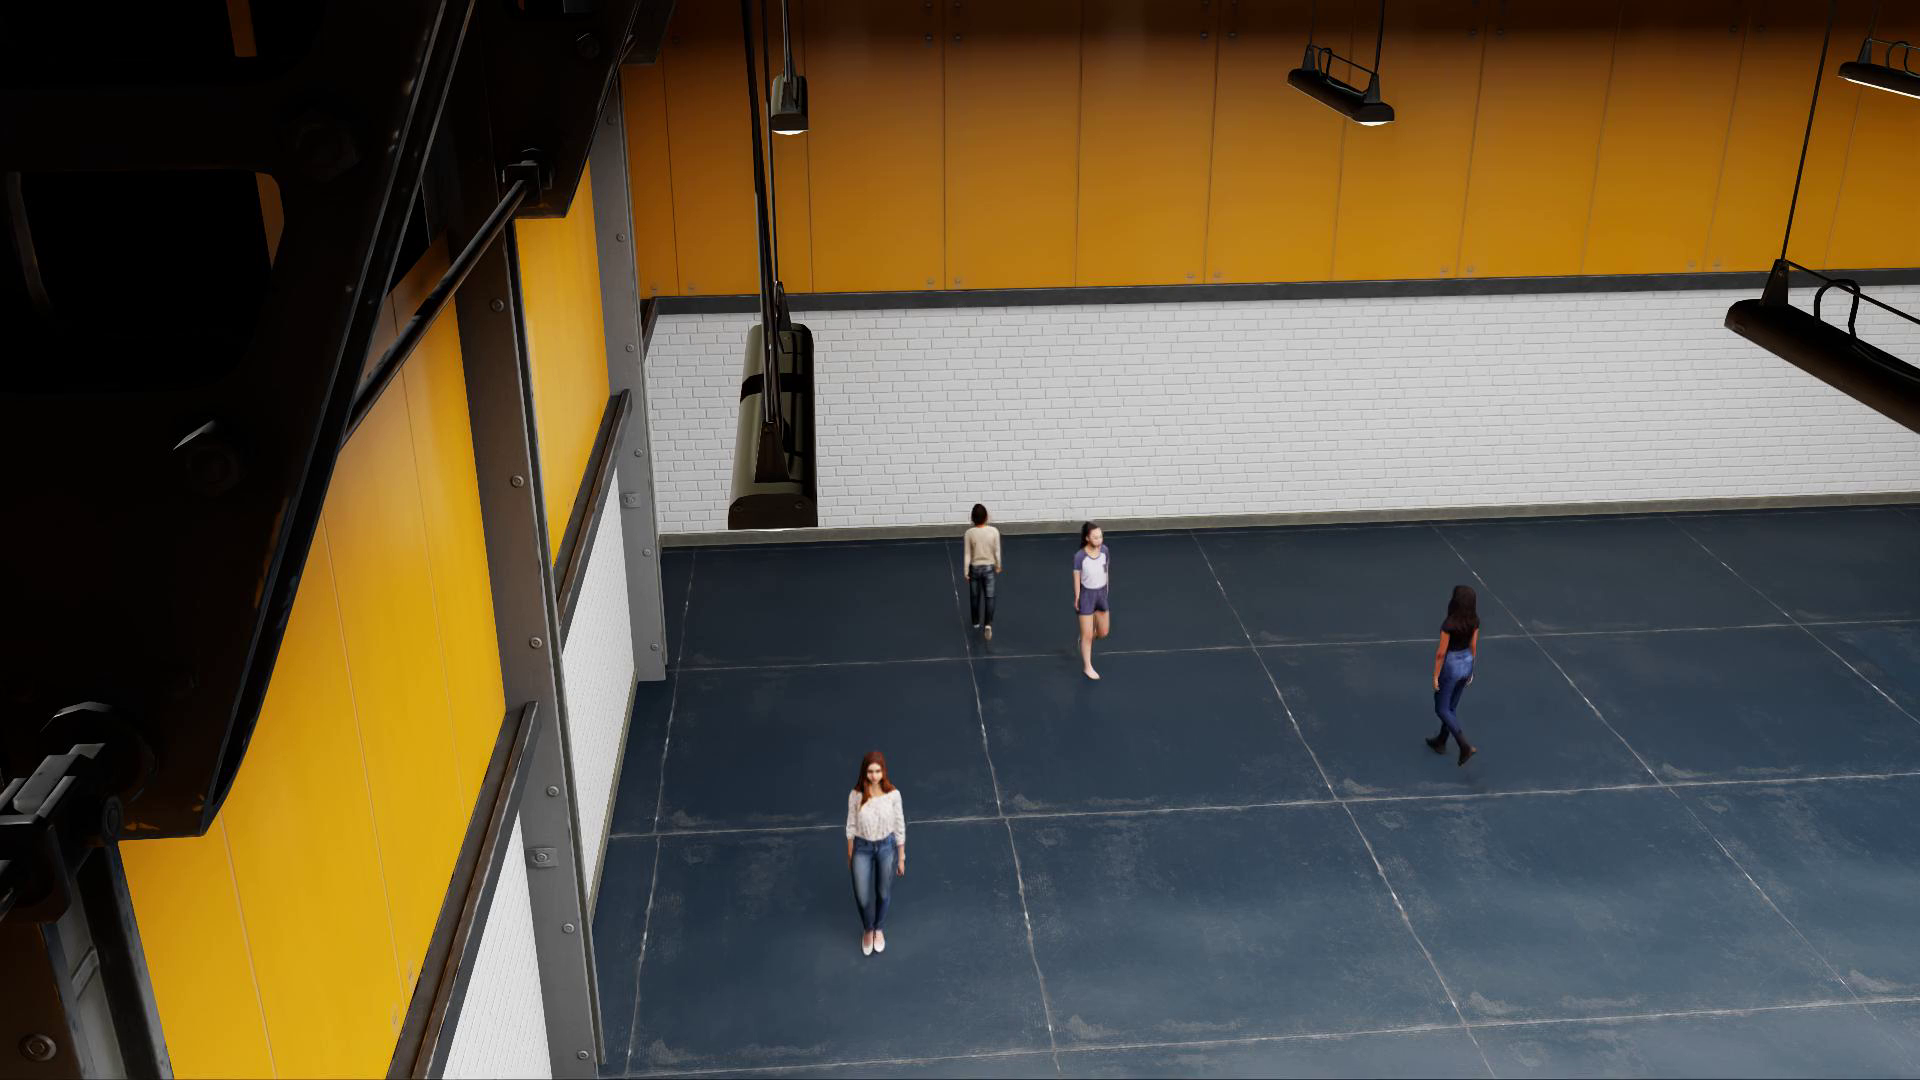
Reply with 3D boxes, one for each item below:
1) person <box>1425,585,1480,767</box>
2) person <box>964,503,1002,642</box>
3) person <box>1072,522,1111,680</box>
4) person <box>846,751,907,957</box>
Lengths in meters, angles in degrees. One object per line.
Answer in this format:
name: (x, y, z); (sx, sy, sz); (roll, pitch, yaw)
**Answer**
person: (4.520, 1.252, 15.034); (0.746, 1.724, 1.027); (-9, 25, -19)
person: (0.241, 0.347, 17.454); (0.606, 1.444, 0.937); (0, 24, 0)
person: (1.266, 0.579, 16.685); (0.762, 1.636, 0.857); (-13, 27, -28)
person: (-0.649, 2.315, 12.607); (0.590, 1.720, 0.561); (-2, 24, -4)
